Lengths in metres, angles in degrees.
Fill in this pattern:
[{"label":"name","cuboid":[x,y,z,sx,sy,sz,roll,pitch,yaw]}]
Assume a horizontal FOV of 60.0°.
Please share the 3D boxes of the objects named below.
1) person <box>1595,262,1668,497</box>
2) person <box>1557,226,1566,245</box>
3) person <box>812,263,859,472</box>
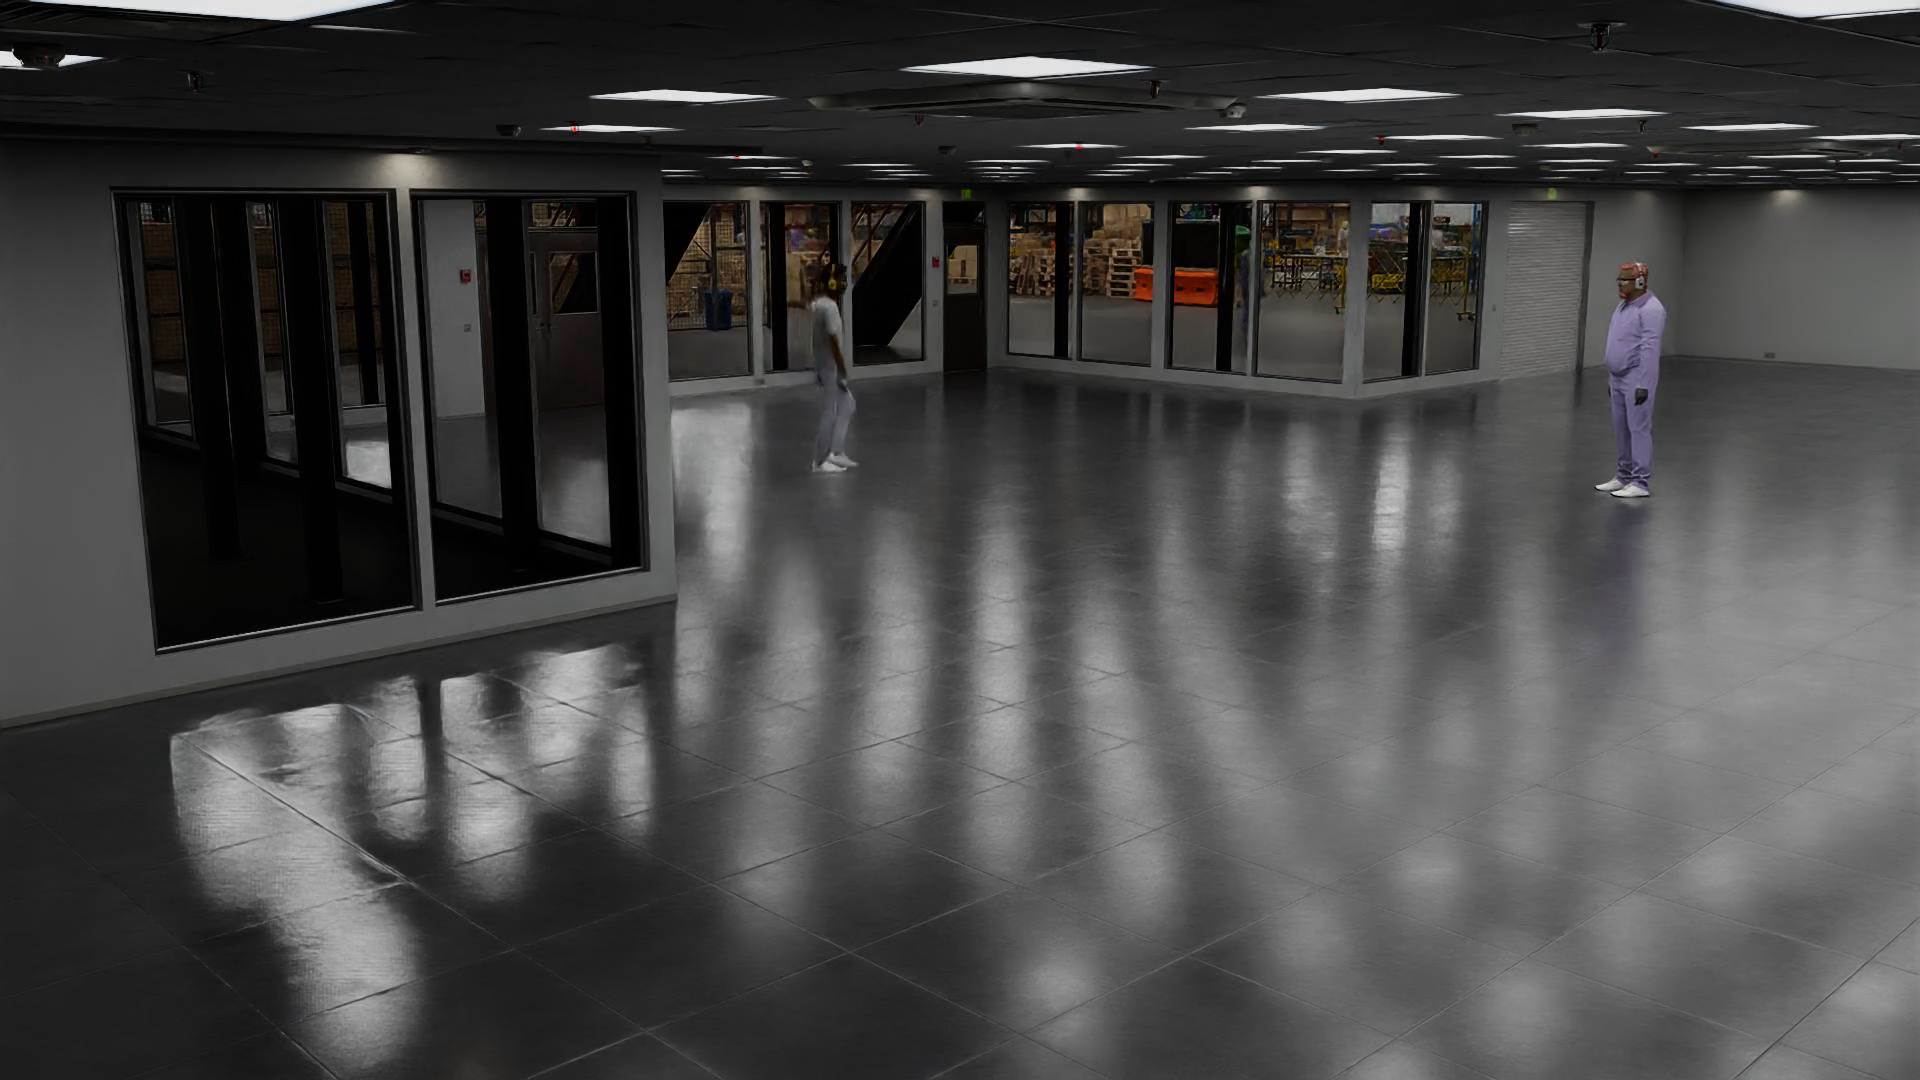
[{"label":"person","cuboid":[5.428,-1.297,13.503,0.397,1.900,0.635,-1,11,-5]},{"label":"person","cuboid":[18.438,-8.838,51.038,0.631,1.985,1.068,-8,14,-34]},{"label":"person","cuboid":[-1.068,-1.507,14.668,0.586,1.848,0.553,-2,11,-9]}]
